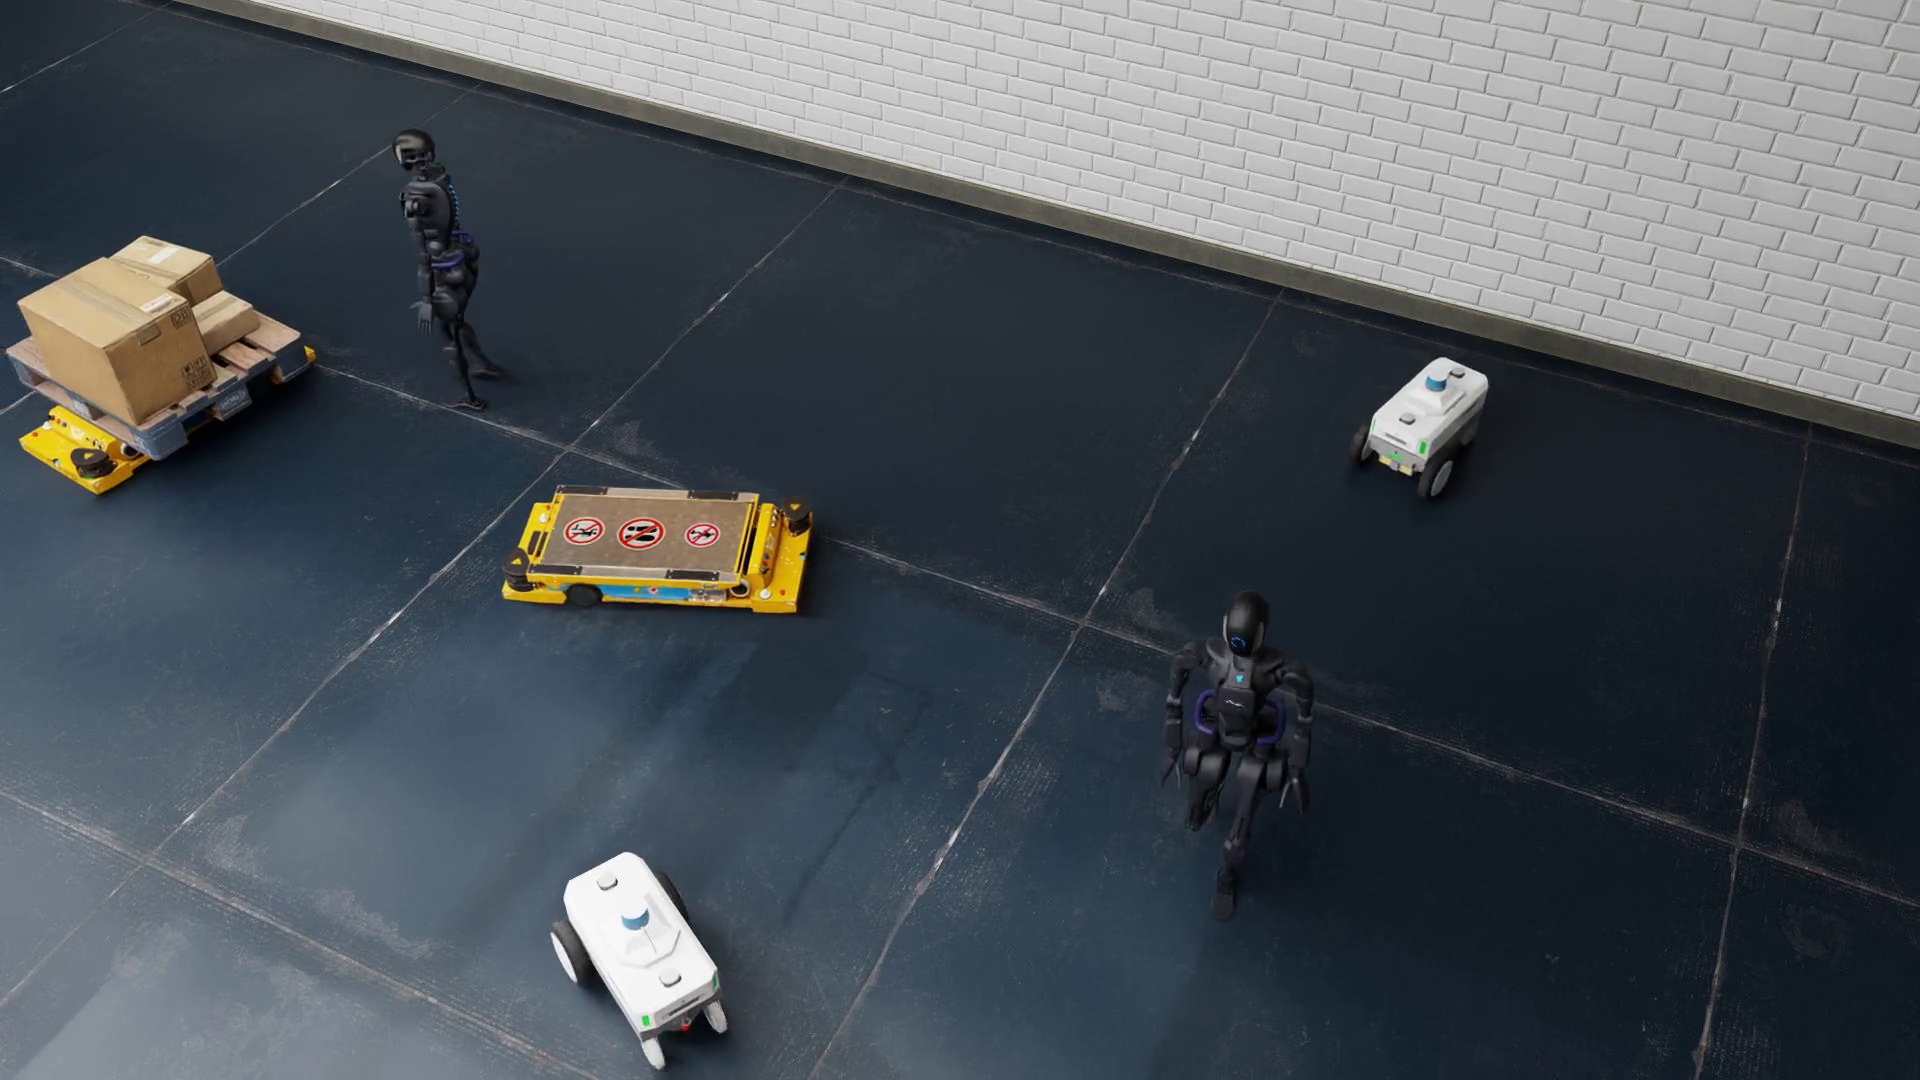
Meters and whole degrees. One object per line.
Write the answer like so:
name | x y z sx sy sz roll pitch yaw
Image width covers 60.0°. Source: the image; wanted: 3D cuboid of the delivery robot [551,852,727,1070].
delivery robot | -1.228 1.562 6.374 0.499 0.614 0.791 -25 49 -25

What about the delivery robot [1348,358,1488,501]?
delivery robot | 2.452 -0.636 8.724 0.499 0.586 0.765 31 51 29

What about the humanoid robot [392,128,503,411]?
humanoid robot | -2.708 -1.390 8.716 0.339 1.652 0.608 2 43 2

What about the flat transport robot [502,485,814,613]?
flat transport robot | -1.476 0.044 8.207 1.431 0.231 0.659 2 43 3

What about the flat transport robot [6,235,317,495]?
flat transport robot | -4.334 -0.812 9.131 0.659 0.231 1.431 25 48 25

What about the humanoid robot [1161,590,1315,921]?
humanoid robot | 1.088 0.763 6.405 0.599 1.642 0.559 11 44 11
